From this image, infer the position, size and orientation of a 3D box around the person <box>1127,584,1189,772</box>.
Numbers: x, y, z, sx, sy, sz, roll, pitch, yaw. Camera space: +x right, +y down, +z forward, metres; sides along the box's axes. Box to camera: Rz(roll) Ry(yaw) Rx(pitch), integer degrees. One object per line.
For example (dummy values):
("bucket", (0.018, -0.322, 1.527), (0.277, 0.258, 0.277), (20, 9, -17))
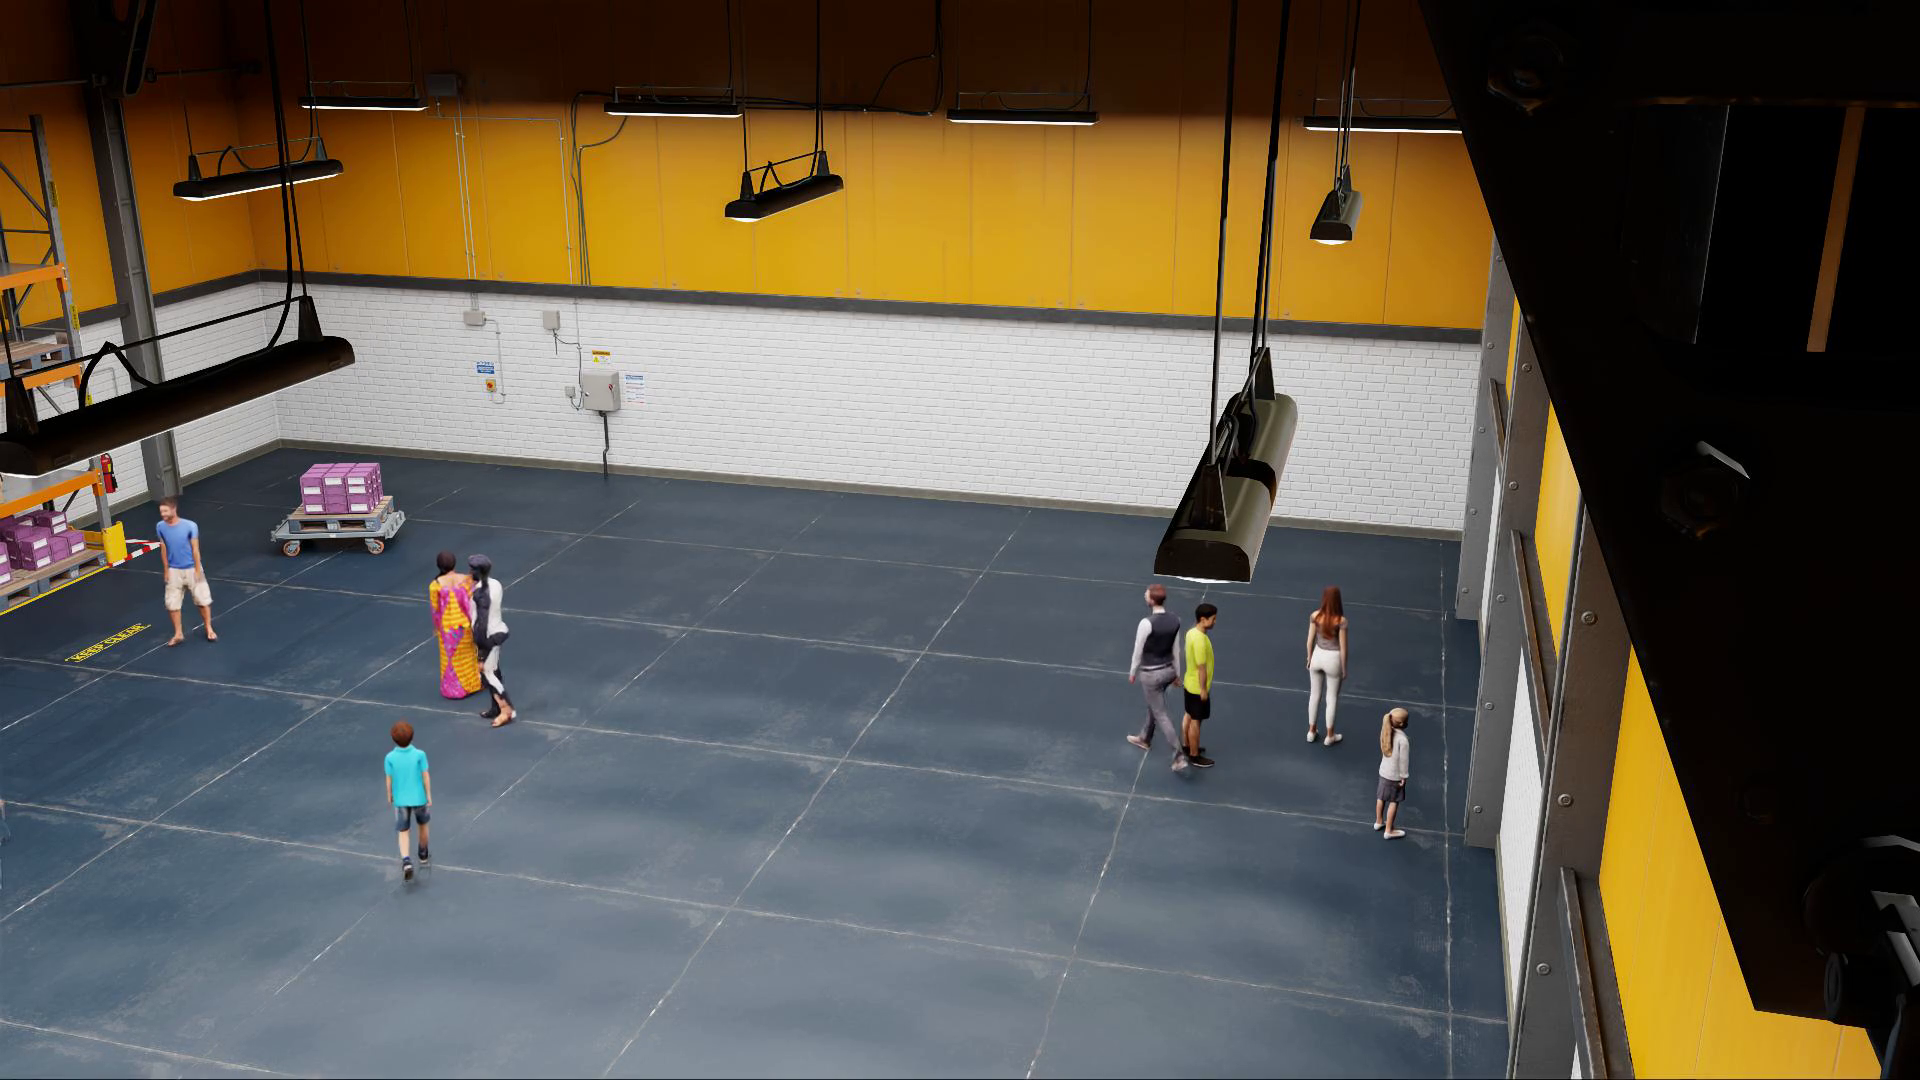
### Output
("person", (2.042, 1.404, 16.707), (1.251, 1.906, 1.214), (-13, 23, -35))

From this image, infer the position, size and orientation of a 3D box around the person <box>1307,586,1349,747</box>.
("person", (3.815, 1.296, 17.313), (0.647, 1.724, 0.629), (12, 22, 32))

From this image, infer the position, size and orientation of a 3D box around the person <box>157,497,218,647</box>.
("person", (-9.289, 0.334, 19.985), (0.793, 1.841, 0.879), (-3, 19, -10))

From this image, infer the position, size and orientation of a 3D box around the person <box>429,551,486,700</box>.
("person", (-5.619, 0.919, 18.535), (0.823, 1.658, 0.890), (-12, 22, -32))

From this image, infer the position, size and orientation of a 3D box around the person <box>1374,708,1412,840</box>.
("person", (4.030, 2.148, 15.486), (0.657, 1.275, 0.587), (-7, 20, -20))

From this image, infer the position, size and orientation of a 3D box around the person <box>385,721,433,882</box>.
("person", (-4.888, 2.310, 14.762), (0.794, 1.430, 0.968), (-5, 19, -14))

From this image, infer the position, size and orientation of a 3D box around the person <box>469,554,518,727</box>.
("person", (-4.999, 1.057, 17.768), (0.817, 1.885, 0.685), (0, 19, -1))

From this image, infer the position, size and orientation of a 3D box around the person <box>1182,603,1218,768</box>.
("person", (2.407, 1.449, 16.885), (0.750, 1.706, 0.596), (-2, 19, -5))
